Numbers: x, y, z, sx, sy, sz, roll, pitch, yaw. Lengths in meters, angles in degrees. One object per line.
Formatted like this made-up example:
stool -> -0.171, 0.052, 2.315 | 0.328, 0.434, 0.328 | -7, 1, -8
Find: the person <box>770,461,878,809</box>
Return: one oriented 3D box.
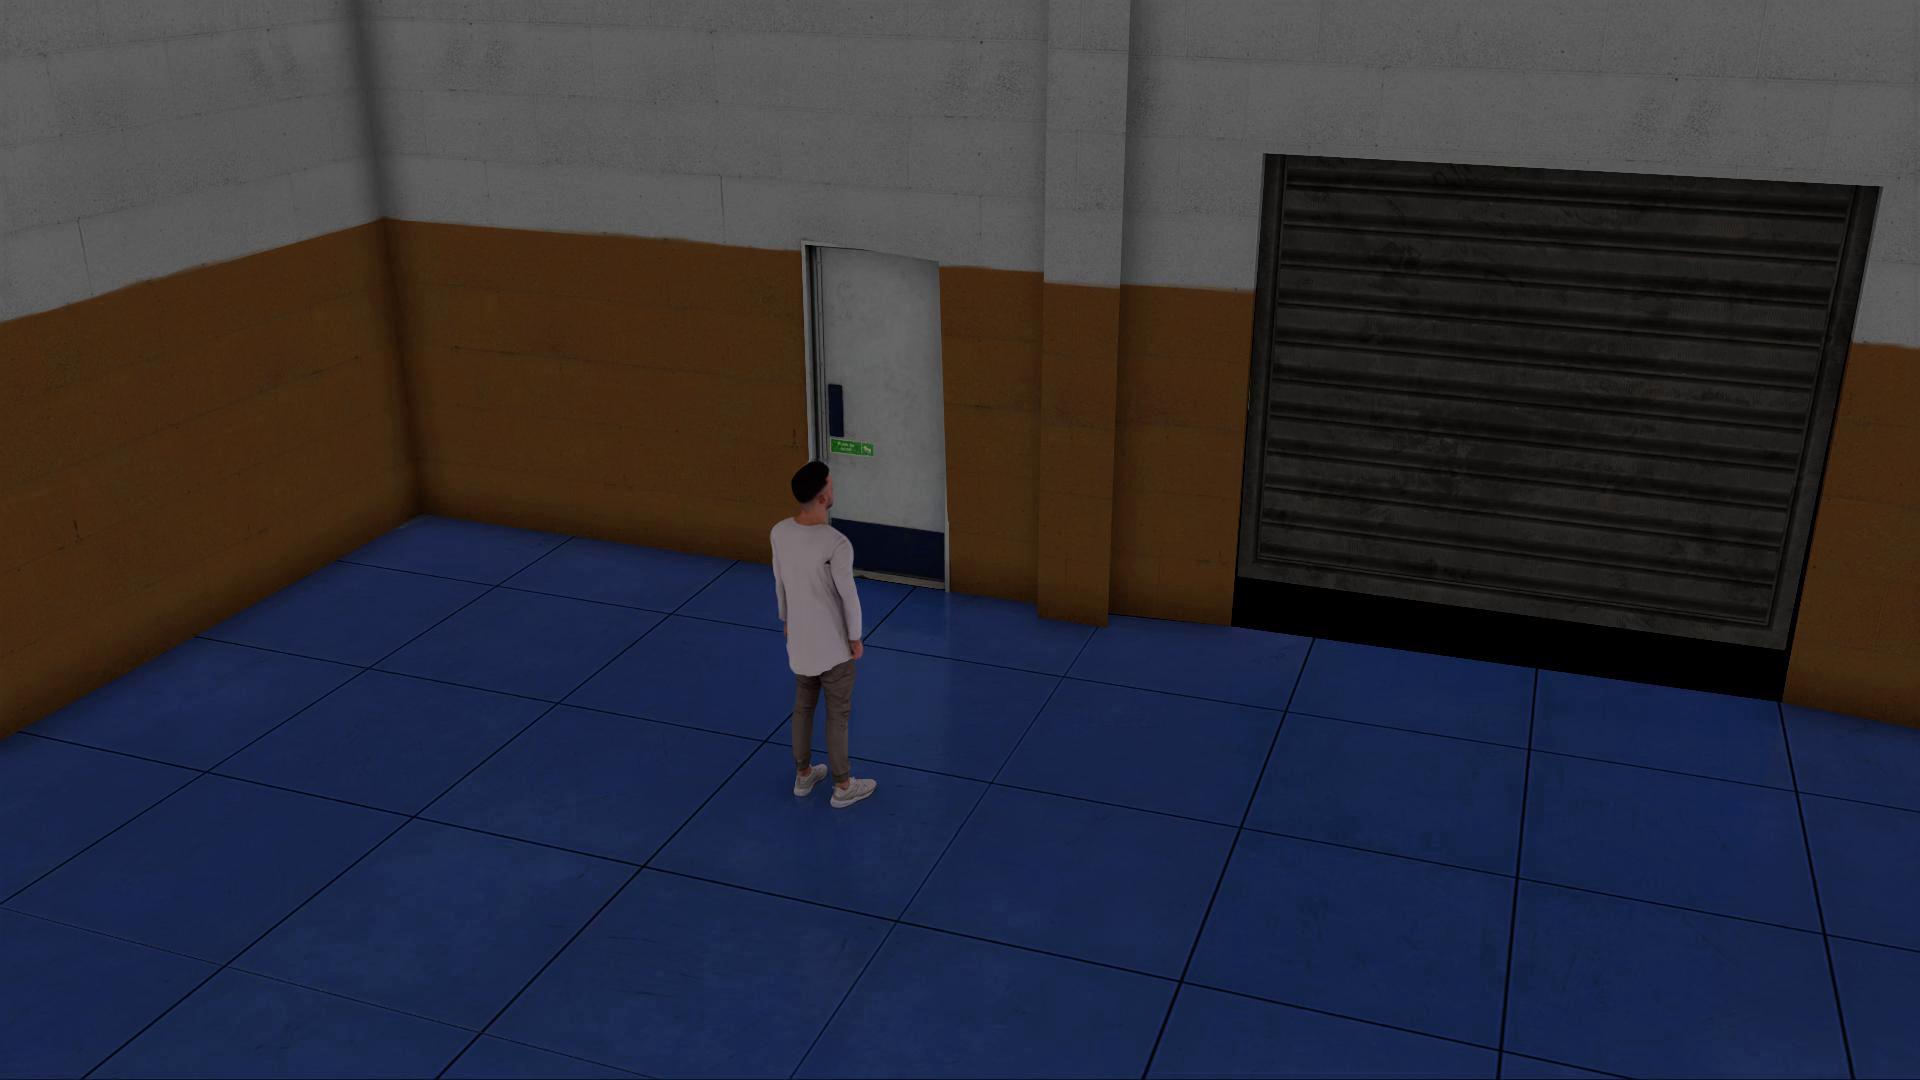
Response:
person -> -0.705, 0.470, 8.384 | 0.592, 1.840, 0.783 | 14, 26, 32
